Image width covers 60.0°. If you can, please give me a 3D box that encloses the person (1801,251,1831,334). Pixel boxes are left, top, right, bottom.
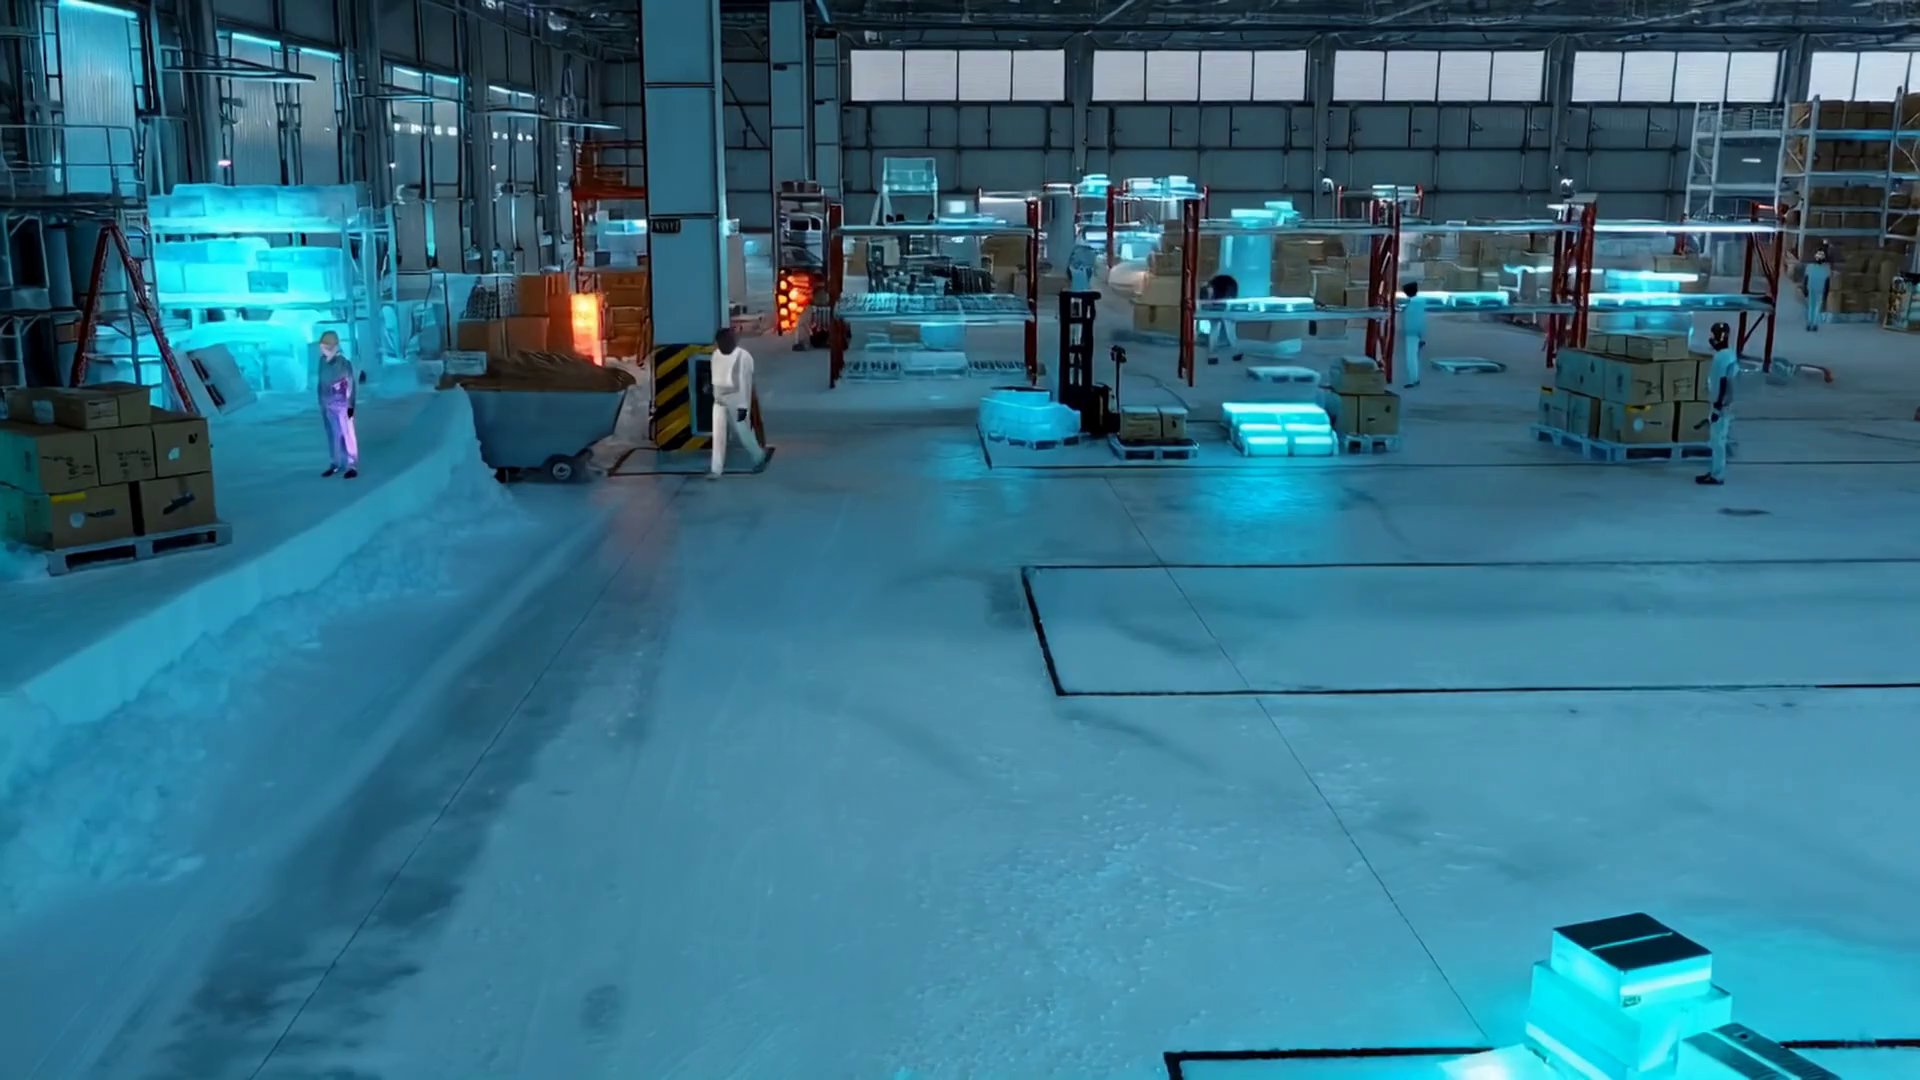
[{"bbox_3d":[19.111,-5.544,37.172,0.538,1.826,0.978,4,13,19],"label":"person"}]

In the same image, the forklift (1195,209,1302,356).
[{"bbox_3d":[5.759,-5.120,32.838,1.129,2.768,1.873,-10,16,-39],"label":"forklift"}]

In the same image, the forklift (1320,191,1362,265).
[{"bbox_3d":[14.833,-11.868,63.306,1.129,2.768,1.873,-11,17,-42],"label":"forklift"}]

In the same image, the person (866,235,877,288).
[{"bbox_3d":[-2.727,-8.727,51.404,0.338,1.877,0.573,-2,13,-9],"label":"person"}]

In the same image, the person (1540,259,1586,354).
[{"bbox_3d":[11.898,-4.570,32.648,0.983,1.865,0.621,0,12,-1],"label":"person"}]

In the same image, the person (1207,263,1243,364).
[{"bbox_3d":[4.951,-4.237,31.120,0.651,1.884,1.012,11,17,41],"label":"person"}]

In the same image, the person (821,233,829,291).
[{"bbox_3d":[-3.539,-7.247,44.586,0.354,1.939,0.544,-7,14,-27],"label":"person"}]

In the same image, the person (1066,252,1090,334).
[{"bbox_3d":[2.588,-5.393,36.470,0.505,1.832,0.450,-1,13,-5],"label":"person"}]

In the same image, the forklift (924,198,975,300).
[{"bbox_3d":[-0.056,-8.038,46.012,1.129,2.768,1.873,9,16,36],"label":"forklift"}]

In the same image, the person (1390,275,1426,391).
[{"bbox_3d":[7.391,-3.392,27.294,0.550,1.893,0.658,-4,13,-17],"label":"person"}]

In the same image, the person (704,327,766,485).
[{"bbox_3d":[-2.621,-1.578,19.303,0.624,1.809,0.887,7,14,27],"label":"person"}]

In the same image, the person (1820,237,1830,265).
[{"bbox_3d":[25.907,-8.230,49.734,0.546,1.618,0.601,-12,17,-43],"label":"person"}]

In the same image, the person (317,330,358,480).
[{"bbox_3d":[-7.292,-1.574,19.415,0.484,1.745,0.298,5,13,20],"label":"person"}]

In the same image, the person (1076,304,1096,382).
[{"bbox_3d":[1.810,-2.576,24.068,0.322,1.690,0.533,0,12,-1],"label":"person"}]

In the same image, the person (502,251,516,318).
[{"bbox_3d":[-11.067,-6.253,40.801,0.313,1.634,0.515,-9,15,-35],"label":"person"}]

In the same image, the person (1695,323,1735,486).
[{"bbox_3d":[8.663,-1.545,19.033,0.328,1.861,0.503,4,13,17],"label":"person"}]

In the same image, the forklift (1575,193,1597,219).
[{"bbox_3d":[21.612,-10.613,57.638,1.873,2.768,1.129,0,12,-2],"label":"forklift"}]

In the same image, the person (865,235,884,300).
[{"bbox_3d":[-2.338,-7.365,45.131,0.543,1.934,0.362,6,14,25],"label":"person"}]

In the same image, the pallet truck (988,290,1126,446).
[{"bbox_3d":[1.257,-2.299,22.111,1.885,1.965,0.823,-9,15,-35],"label":"pallet truck"}]

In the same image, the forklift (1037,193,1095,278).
[{"bbox_3d":[3.574,-10.370,56.542,1.873,2.768,1.129,-7,14,-28],"label":"forklift"}]
